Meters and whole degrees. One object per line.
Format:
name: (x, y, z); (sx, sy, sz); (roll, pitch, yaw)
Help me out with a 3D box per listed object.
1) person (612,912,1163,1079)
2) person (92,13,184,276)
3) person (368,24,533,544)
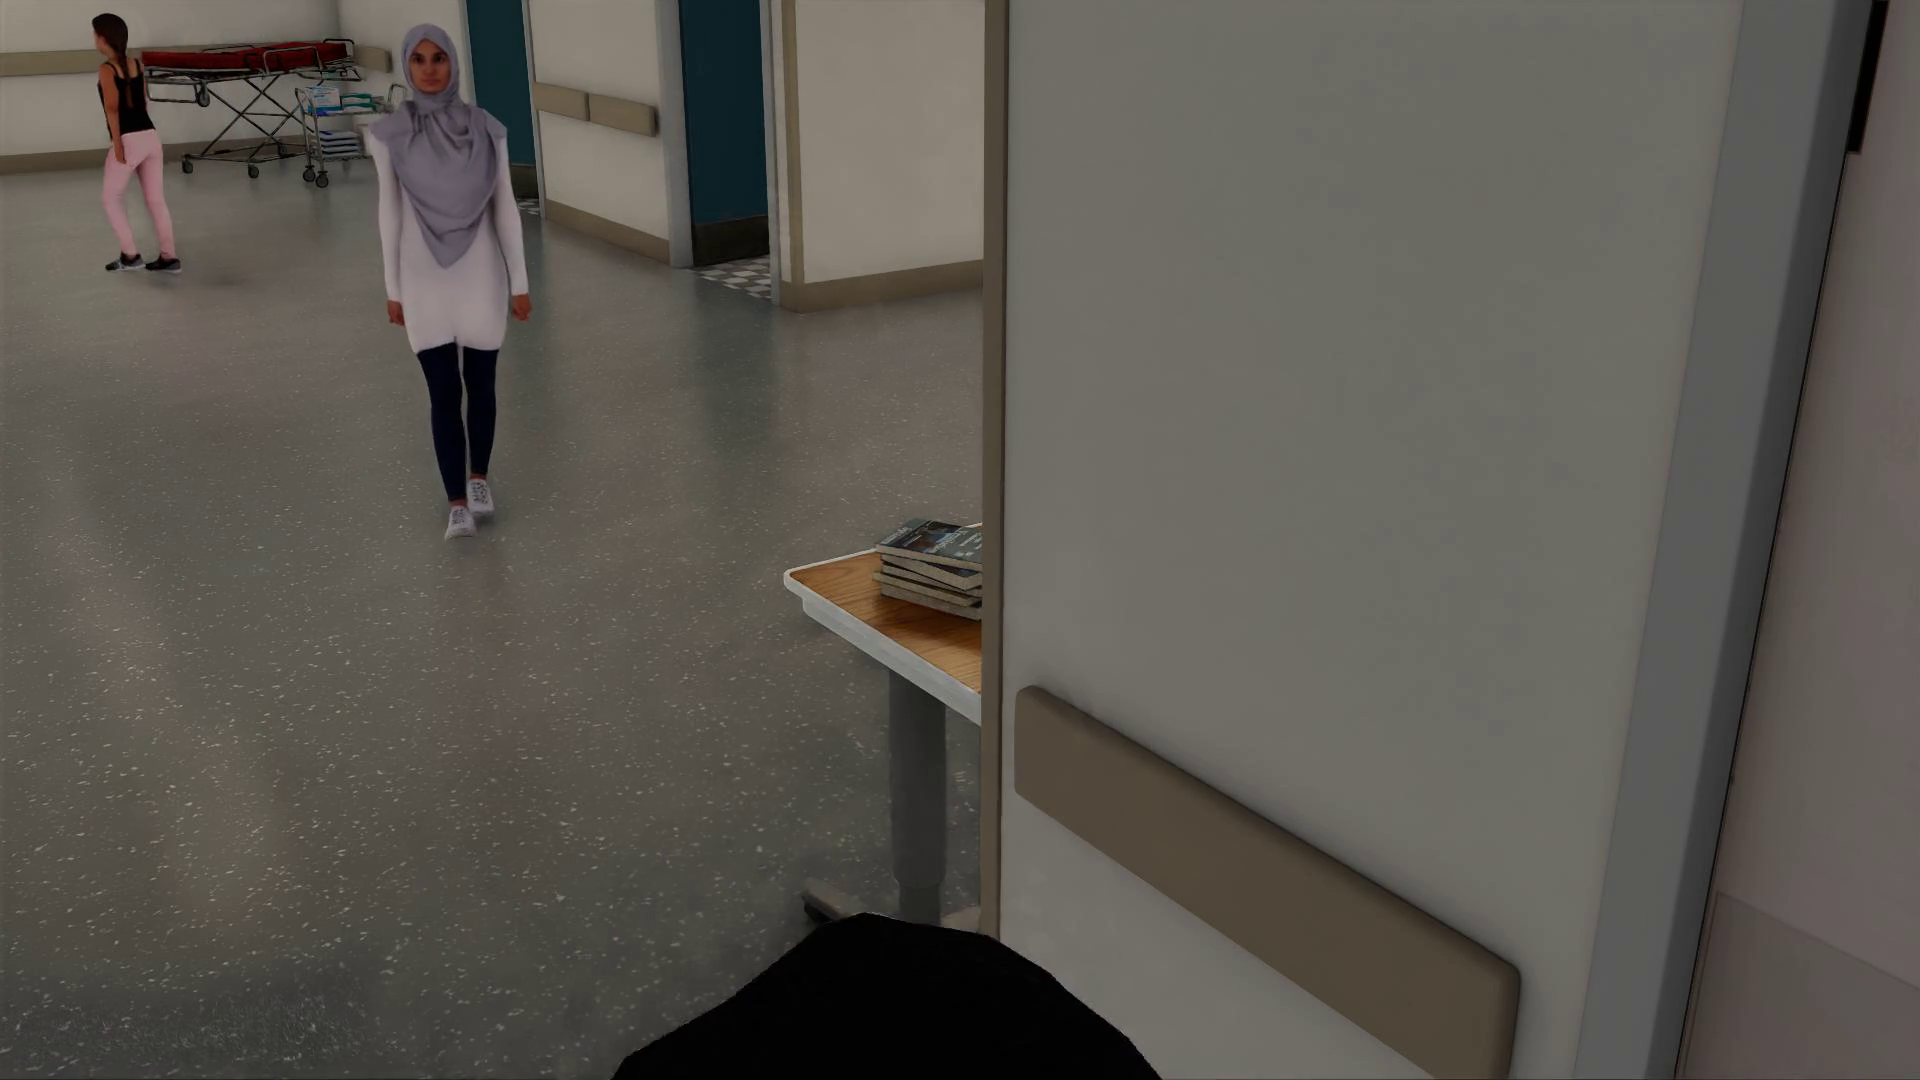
person: (-0.048, 0.939, 0.880); (0.779, 1.871, 0.801); (0, 21, 1)
person: (-4.940, -2.369, 10.068); (0.749, 1.548, 0.665); (9, 23, 23)
person: (-1.799, -0.911, 5.925); (0.800, 1.756, 1.019); (-7, 22, -18)
